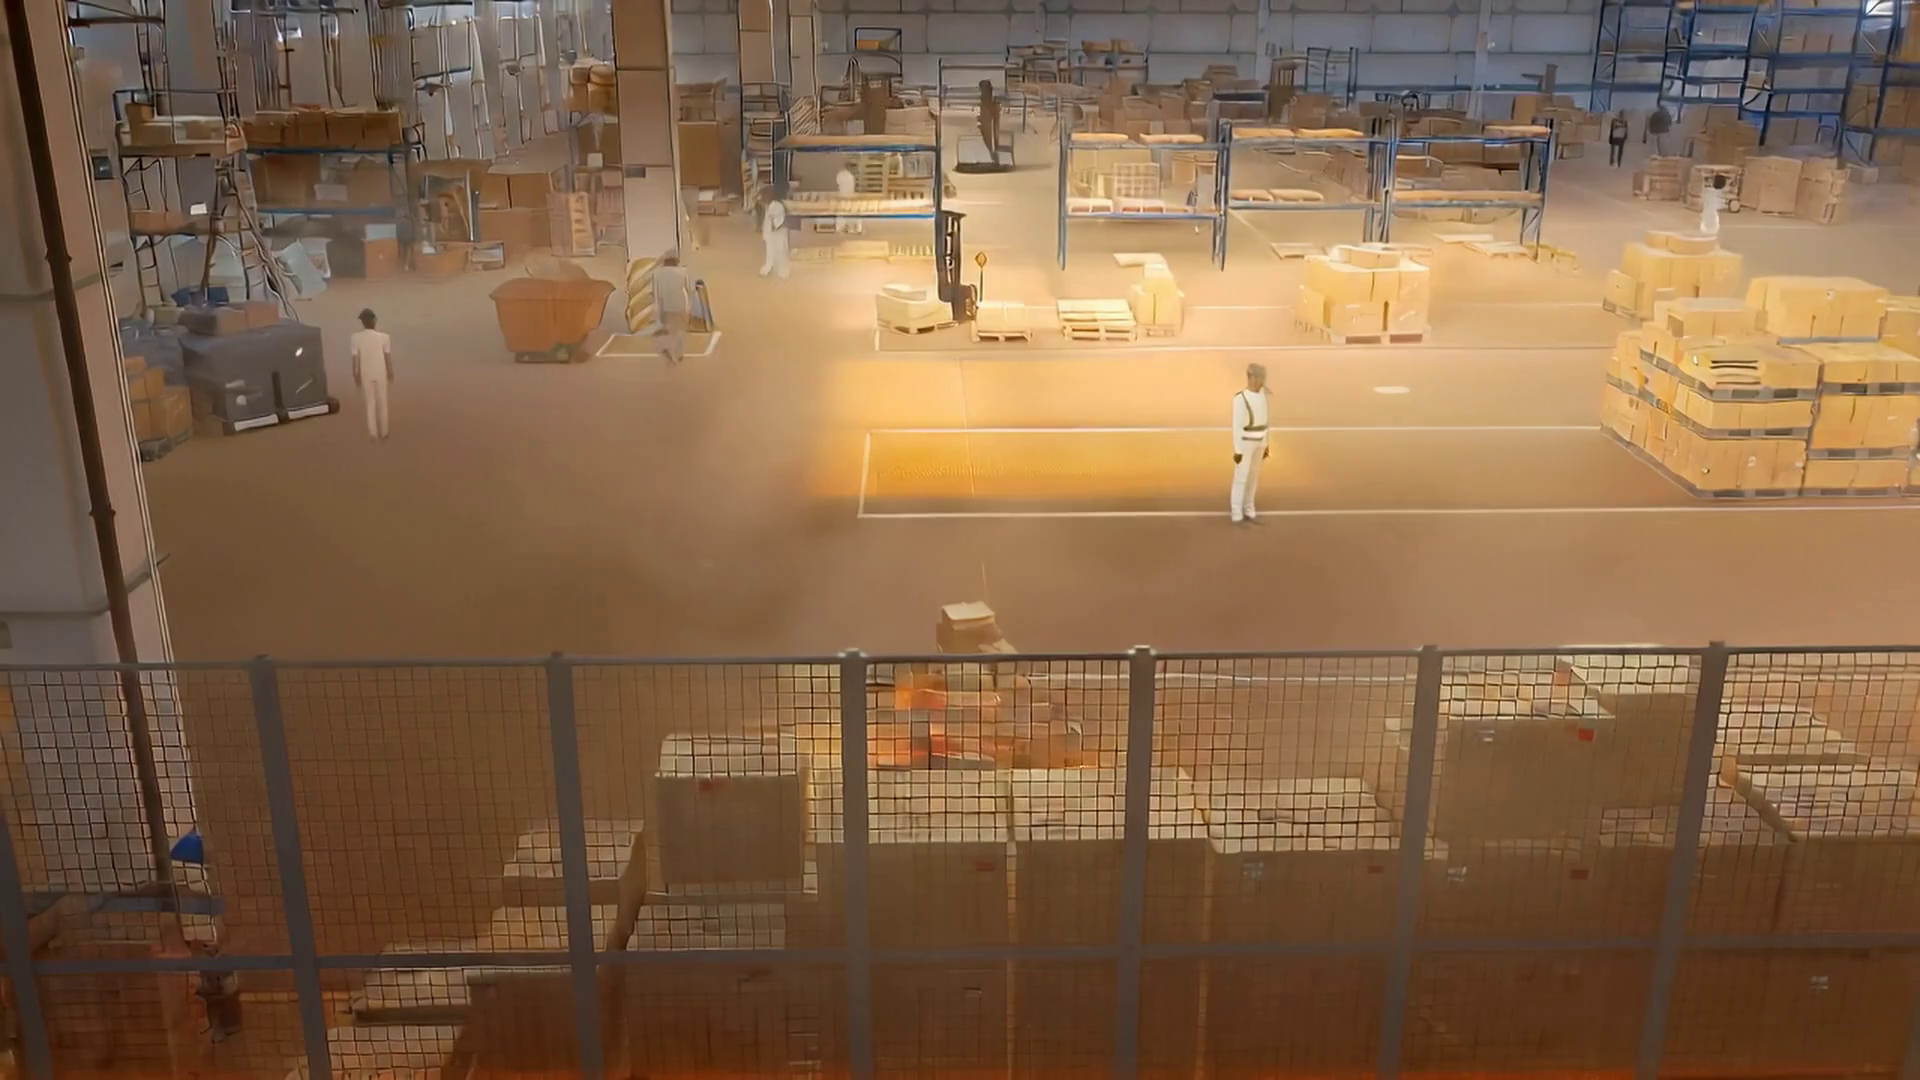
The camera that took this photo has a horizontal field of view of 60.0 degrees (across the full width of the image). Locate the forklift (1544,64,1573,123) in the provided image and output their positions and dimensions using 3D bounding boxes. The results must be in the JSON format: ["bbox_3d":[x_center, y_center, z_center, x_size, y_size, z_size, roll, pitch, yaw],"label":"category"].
[{"bbox_3d":[22.520,-16.761,63.594,1.873,2.768,1.129,6,20,18],"label":"forklift"}]

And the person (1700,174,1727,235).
[{"bbox_3d":[16.136,-6.871,35.690,0.377,1.956,0.606,-4,19,-10],"label":"person"}]

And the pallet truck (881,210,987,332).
[{"bbox_3d":[-0.493,-4.759,29.349,1.885,1.965,0.823,-13,23,-34],"label":"pallet truck"}]

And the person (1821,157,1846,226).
[{"bbox_3d":[21.844,-8.700,41.517,0.531,1.688,0.323,-8,20,-22],"label":"person"}]

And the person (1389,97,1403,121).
[{"bbox_3d":[15.733,-15.108,60.306,0.645,1.840,0.429,-7,20,-21],"label":"person"}]

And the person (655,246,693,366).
[{"bbox_3d":[-4.546,-3.683,26.294,0.606,1.910,0.669,8,20,21],"label":"person"}]

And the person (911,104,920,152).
[{"bbox_3d":[-1.680,-14.690,59.298,0.815,1.661,0.546,16,25,40],"label":"person"}]

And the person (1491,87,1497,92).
[{"bbox_3d":[20.824,-16.724,65.007,0.568,1.886,0.977,11,21,29],"label":"person"}]

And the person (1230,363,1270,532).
[{"bbox_3d":[3.235,-1.037,18.487,0.576,1.882,0.355,-18,25,-42],"label":"person"}]

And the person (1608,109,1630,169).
[{"bbox_3d":[21.415,-13.056,54.098,0.590,1.912,0.382,2,19,6],"label":"person"}]

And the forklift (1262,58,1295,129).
[{"bbox_3d":[13.157,-18.329,68.246,1.129,2.768,1.873,-1,19,-1],"label":"forklift"}]

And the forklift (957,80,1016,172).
[{"bbox_3d":[0.848,-13.256,53.197,1.873,2.768,1.129,-1,19,-2],"label":"forklift"}]

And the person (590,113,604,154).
[{"bbox_3d":[-12.327,-13.878,56.552,0.583,1.911,0.573,12,22,31],"label":"person"}]

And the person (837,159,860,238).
[{"bbox_3d":[-2.616,-7.930,38.881,0.478,1.923,0.647,-17,25,-41],"label":"person"}]

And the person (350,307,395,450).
[{"bbox_3d":[-7.686,-2.123,21.780,0.524,1.845,0.875,-5,19,-15],"label":"person"}]

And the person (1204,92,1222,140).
[{"bbox_3d":[9.415,-15.706,61.987,0.639,1.890,0.990,1,19,4],"label":"person"}]

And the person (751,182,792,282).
[{"bbox_3d":[-3.851,-6.258,33.730,0.940,2.000,0.694,1,19,4],"label":"person"}]

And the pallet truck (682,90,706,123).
[{"bbox_3d":[-9.671,-15.907,62.421,0.823,1.965,1.885,5,19,15],"label":"pallet truck"}]

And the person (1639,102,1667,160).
[{"bbox_3d":[23.597,-13.844,56.389,0.659,1.936,1.027,-5,19,-13],"label":"person"}]

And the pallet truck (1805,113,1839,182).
[{"bbox_3d":[26.403,-11.957,50.702,0.823,1.965,1.885,6,19,16],"label":"pallet truck"}]

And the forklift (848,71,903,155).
[{"bbox_3d":[-3.026,-14.993,58.349,1.129,2.768,1.873,-14,23,-37],"label":"forklift"}]

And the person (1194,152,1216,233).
[{"bbox_3d":[5.957,-8.394,40.232,0.627,1.934,0.370,0,19,-1],"label":"person"}]
